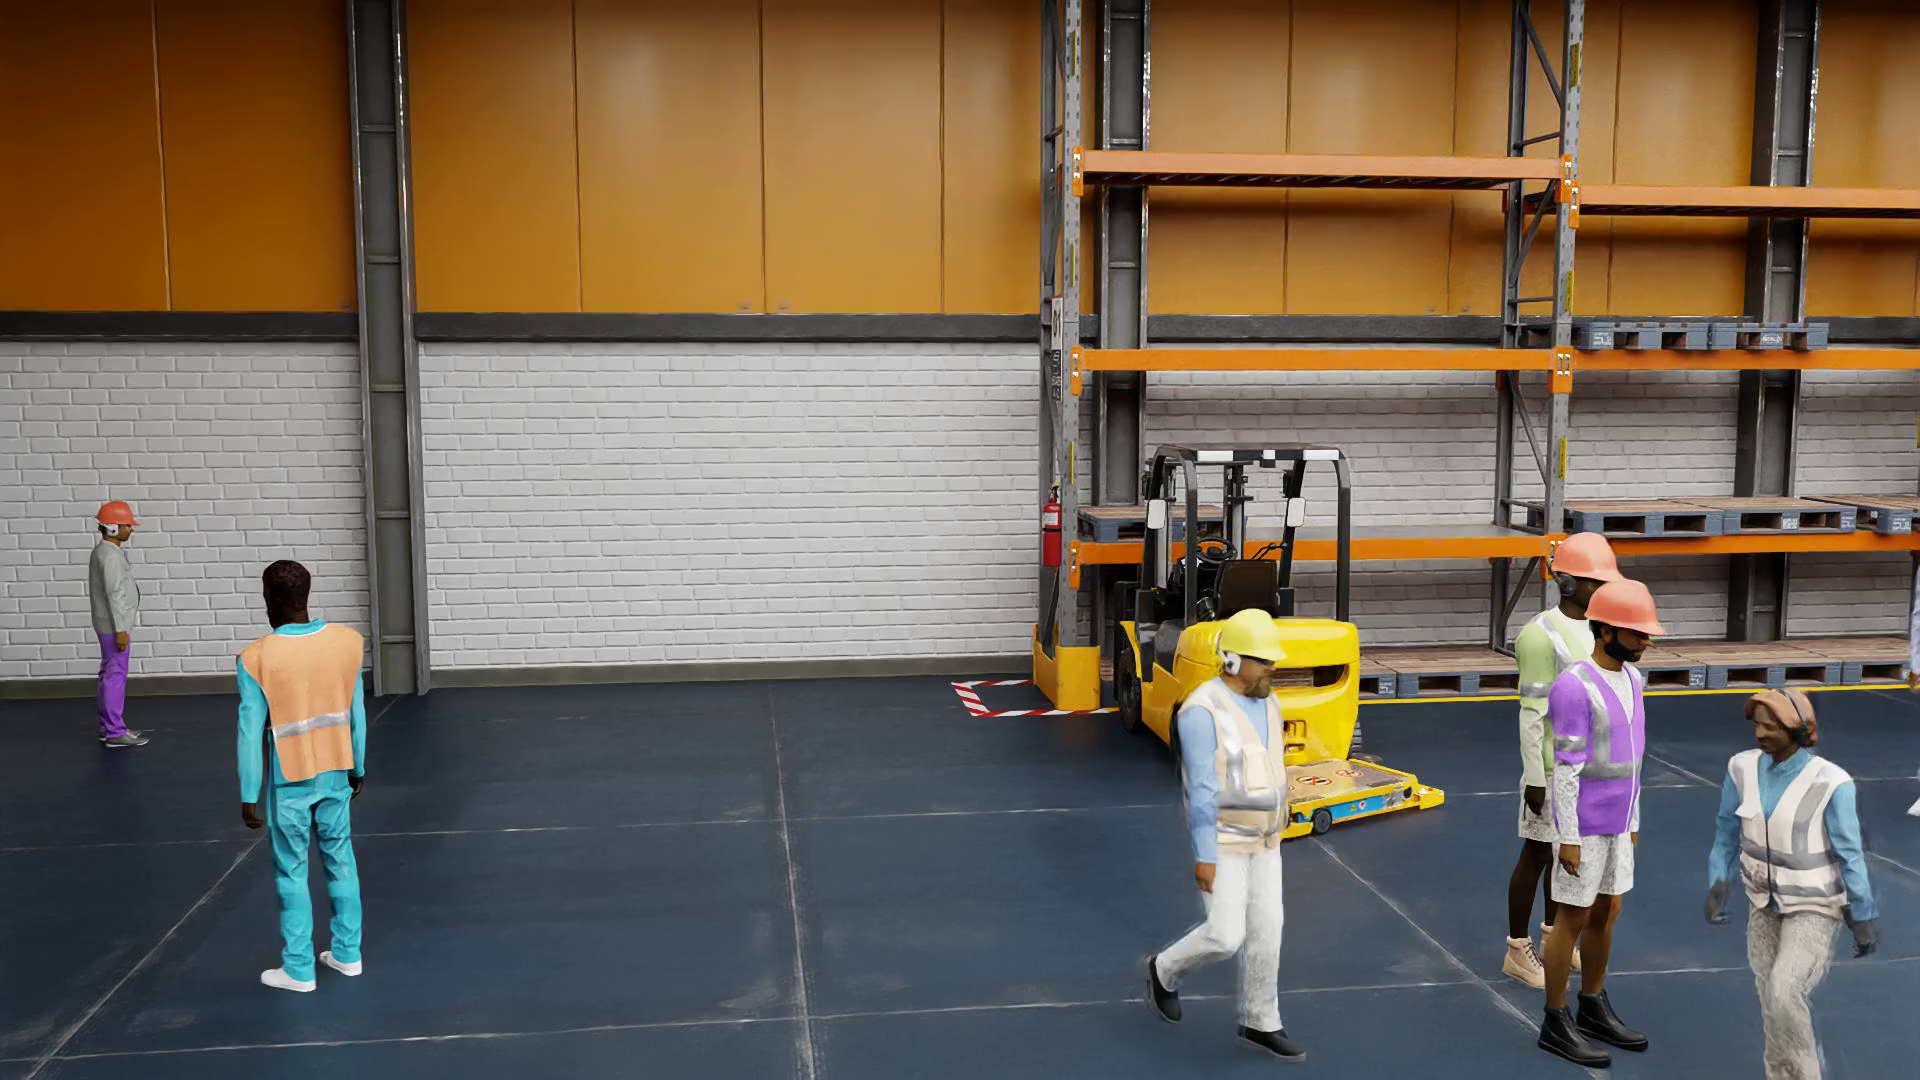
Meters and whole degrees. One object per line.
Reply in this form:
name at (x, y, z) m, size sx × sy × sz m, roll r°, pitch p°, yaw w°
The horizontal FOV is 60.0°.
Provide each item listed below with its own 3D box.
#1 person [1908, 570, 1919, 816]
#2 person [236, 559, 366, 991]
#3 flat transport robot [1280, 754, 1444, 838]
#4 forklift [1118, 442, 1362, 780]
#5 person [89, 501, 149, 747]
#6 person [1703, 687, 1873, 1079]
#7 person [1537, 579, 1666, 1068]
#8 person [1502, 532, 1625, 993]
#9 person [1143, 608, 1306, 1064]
person at (6.014, 0.735, 9.943) m, size 0.592 × 1.919 × 0.387 m, roll 5°, pitch 8°, yaw 38°
person at (-2.883, 1.035, 7.337) m, size 0.401 × 1.907 × 0.600 m, roll 5°, pitch 8°, yaw 37°
flat transport robot at (2.194, 1.535, 10.060) m, size 1.431 × 0.197 × 0.652 m, roll -4°, pitch 8°, yaw -33°
forklift at (1.912, 0.418, 11.496) m, size 1.214 × 2.155 × 2.313 m, roll -1°, pitch 7°, yaw -8°
person at (-6.019, 0.591, 11.900) m, size 0.346 × 1.746 × 0.573 m, roll -4°, pitch 8°, yaw -34°
person at (2.991, 1.328, 6.013) m, size 0.460 × 1.615 × 0.579 m, roll -3°, pitch 7°, yaw -25°
person at (2.563, 1.109, 6.612) m, size 0.545 × 1.928 × 0.388 m, roll -5°, pitch 8°, yaw -38°
person at (2.697, 0.975, 7.347) m, size 0.604 × 2.034 × 0.418 m, roll -5°, pitch 8°, yaw -39°
person at (1.077, 1.160, 6.641) m, size 0.604 × 1.809 × 0.615 m, roll -6°, pitch 9°, yaw -44°
